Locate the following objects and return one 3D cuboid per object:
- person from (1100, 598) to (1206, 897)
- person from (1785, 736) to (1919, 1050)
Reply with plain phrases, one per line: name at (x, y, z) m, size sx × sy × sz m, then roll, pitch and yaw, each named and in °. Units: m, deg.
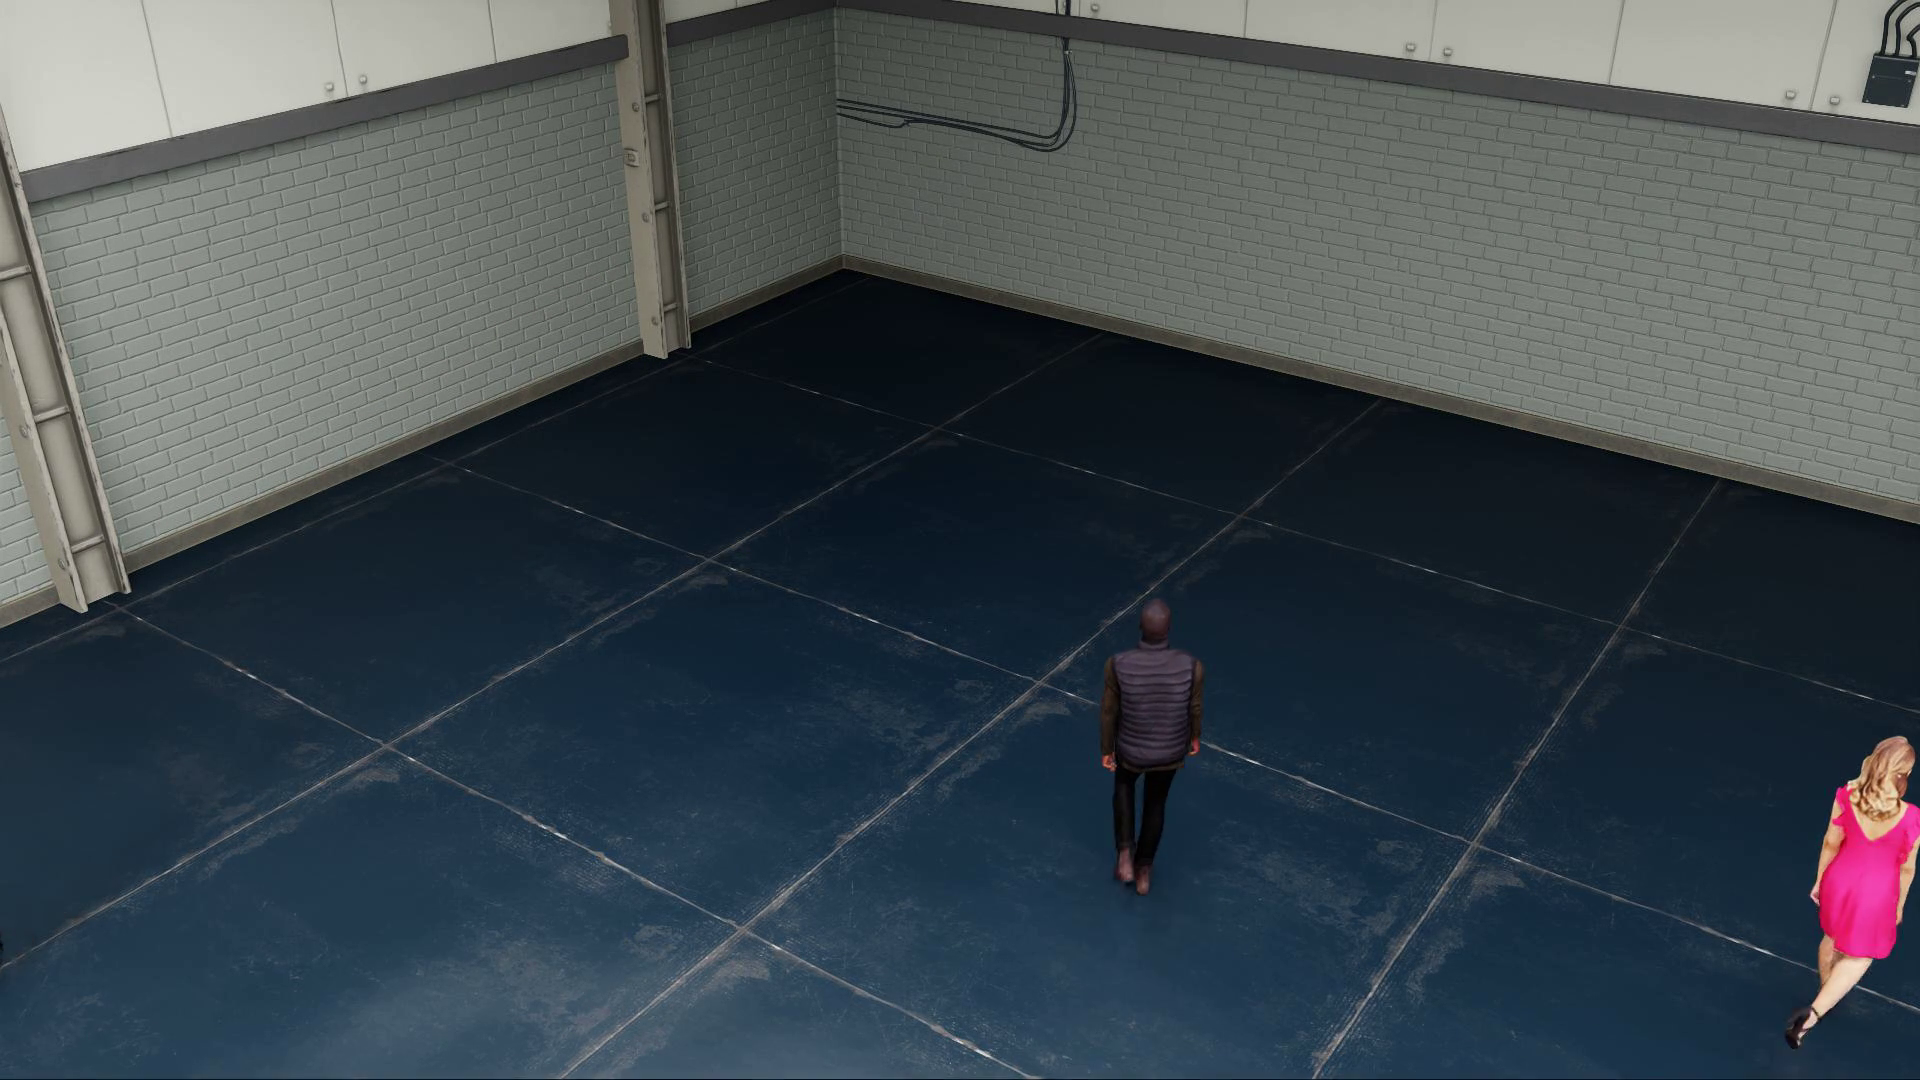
person at (1.011, 1.159, 8.883) m, size 0.830 × 1.825 × 0.847 m, roll 3°, pitch 28°, yaw 6°
person at (4.260, 1.730, 7.938) m, size 0.983 × 1.706 × 0.738 m, roll -22°, pitch 35°, yaw -35°
